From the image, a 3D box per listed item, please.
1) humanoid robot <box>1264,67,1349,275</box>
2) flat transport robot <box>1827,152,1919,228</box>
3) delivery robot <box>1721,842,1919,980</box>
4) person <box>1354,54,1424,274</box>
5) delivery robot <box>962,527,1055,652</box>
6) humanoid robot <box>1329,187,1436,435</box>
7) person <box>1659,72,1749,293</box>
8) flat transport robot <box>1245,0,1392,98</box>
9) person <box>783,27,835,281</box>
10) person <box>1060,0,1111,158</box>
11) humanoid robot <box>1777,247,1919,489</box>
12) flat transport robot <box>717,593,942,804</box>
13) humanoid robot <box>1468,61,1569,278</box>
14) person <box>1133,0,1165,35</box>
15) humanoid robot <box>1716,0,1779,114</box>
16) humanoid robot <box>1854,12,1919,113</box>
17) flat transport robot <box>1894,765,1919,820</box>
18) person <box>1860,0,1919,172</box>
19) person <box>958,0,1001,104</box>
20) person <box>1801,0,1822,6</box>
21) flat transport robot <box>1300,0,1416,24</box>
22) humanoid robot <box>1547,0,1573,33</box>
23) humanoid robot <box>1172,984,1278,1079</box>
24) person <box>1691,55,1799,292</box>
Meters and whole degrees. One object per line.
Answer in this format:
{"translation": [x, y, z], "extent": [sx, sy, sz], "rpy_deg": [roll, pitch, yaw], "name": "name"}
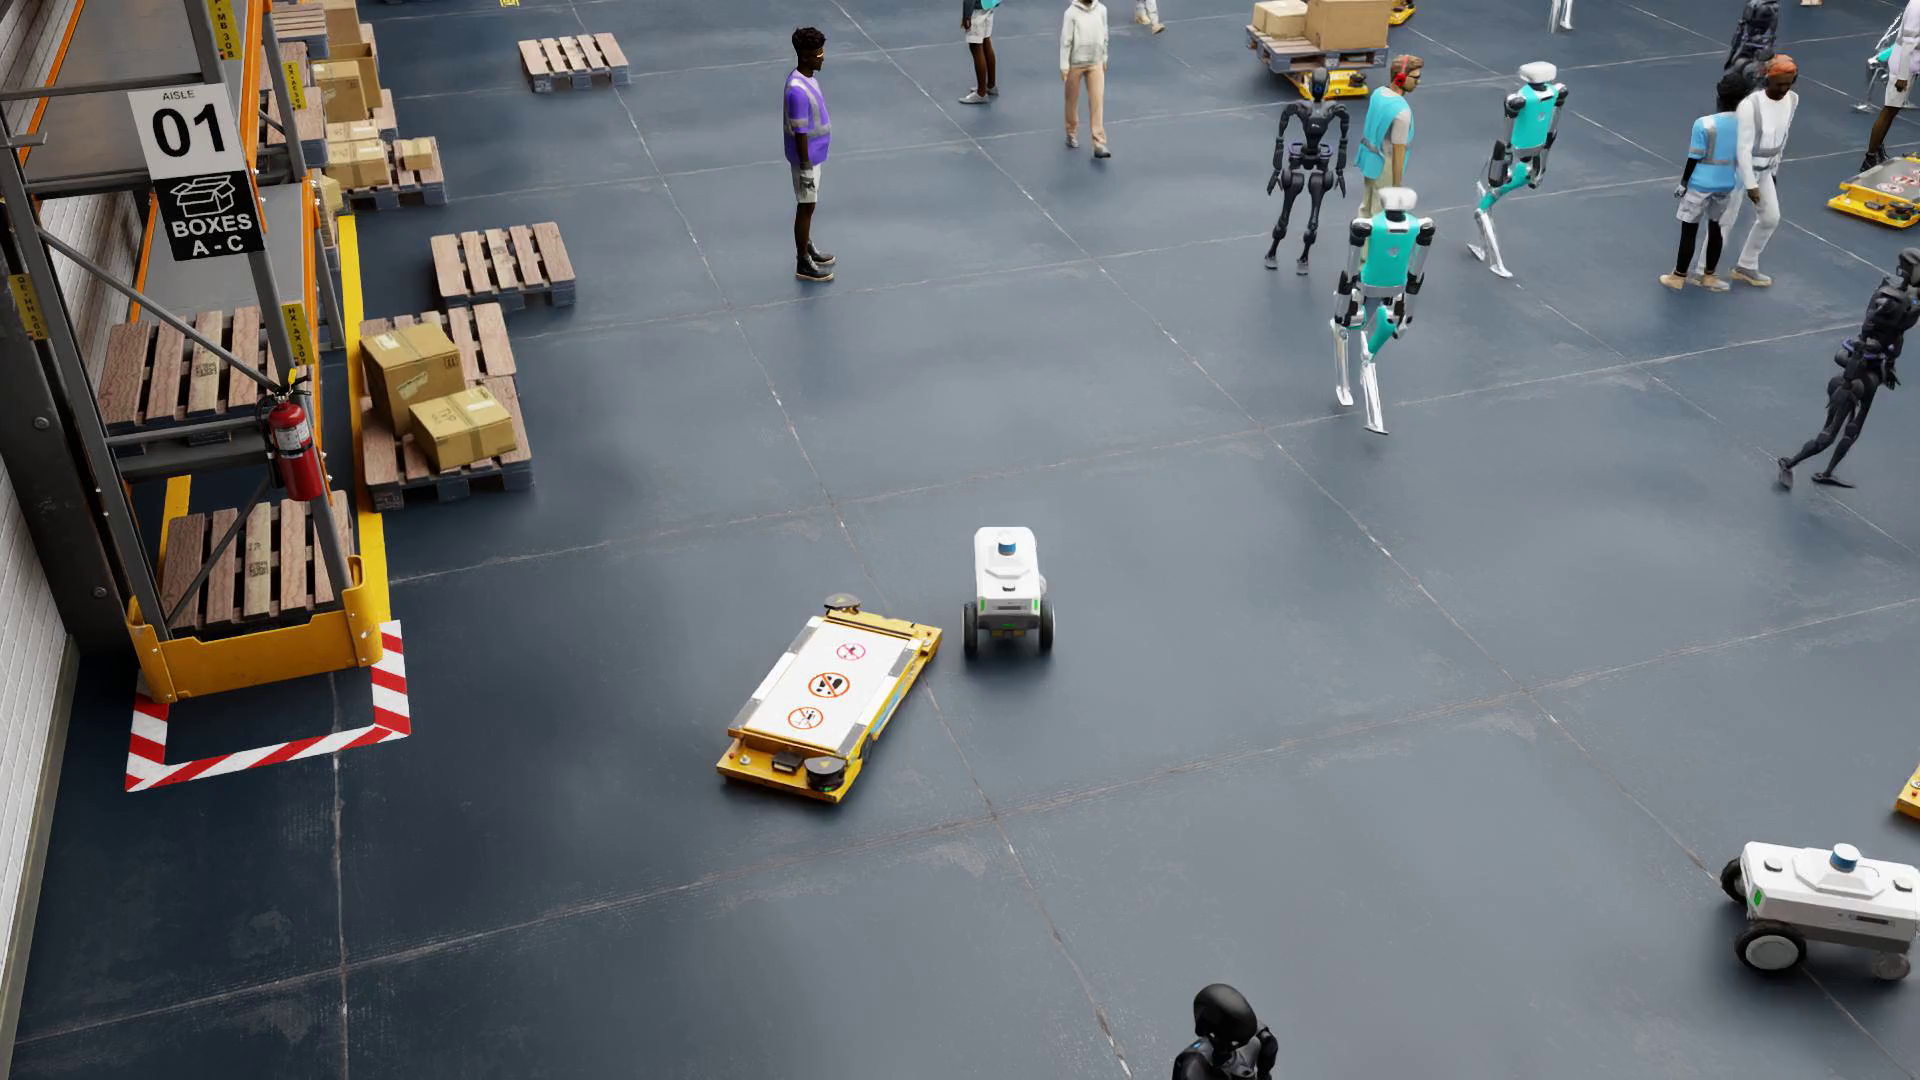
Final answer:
{"translation": [2.727, -2.895, 13.022], "extent": [0.611, 1.641, 0.346], "rpy_deg": [2, 33, 4], "name": "humanoid robot"}
{"translation": [8.278, -3.069, 14.565], "extent": [1.431, 0.231, 0.659], "rpy_deg": [-25, 40, -33], "name": "flat transport robot"}
{"translation": [3.754, 1.561, 7.189], "extent": [0.756, 0.580, 0.499], "rpy_deg": [7, 34, 11], "name": "delivery robot"}
{"translation": [3.217, -2.784, 12.691], "extent": [0.391, 1.837, 0.562], "rpy_deg": [-5, 33, -8], "name": "person"}
{"translation": [0.272, 0.259, 9.198], "extent": [0.529, 0.594, 0.766], "rpy_deg": [-1, 33, -1], "name": "delivery robot"}
{"translation": [2.674, -1.547, 10.882], "extent": [0.539, 1.729, 0.995], "rpy_deg": [-2, 33, -3], "name": "humanoid robot"}
{"translation": [5.737, -2.721, 12.719], "extent": [0.537, 1.698, 0.319], "rpy_deg": [-5, 33, -7], "name": "person"}
{"translation": [3.715, -4.966, 17.475], "extent": [0.659, 0.231, 1.431], "rpy_deg": [-5, 33, -8], "name": "flat transport robot"}
{"translation": [-1.173, -2.997, 12.904], "extent": [0.363, 1.961, 0.612], "rpy_deg": [0, 33, 0], "name": "person"}
{"translation": [1.152, -4.317, 15.220], "extent": [0.504, 1.630, 0.848], "rpy_deg": [-8, 34, -12], "name": "person"}
{"translation": [5.497, -1.046, 10.181], "extent": [0.610, 1.645, 0.469], "rpy_deg": [-22, 39, -30], "name": "humanoid robot"}
{"translation": [-0.649, 0.791, 8.645], "extent": [0.659, 0.231, 1.431], "rpy_deg": [11, 35, 17], "name": "flat transport robot"}
{"translation": [4.241, -2.942, 13.064], "extent": [0.554, 1.794, 0.885], "rpy_deg": [-10, 34, -15], "name": "humanoid robot"}
{"translation": [2.206, -6.593, 18.552], "extent": [0.500, 1.812, 1.011], "rpy_deg": [-11, 35, -17], "name": "person"}
{"translation": [7.311, -4.463, 15.431], "extent": [0.418, 1.667, 0.609], "rpy_deg": [-4, 33, -6], "name": "humanoid robot"}
{"translation": [9.186, -5.031, 16.250], "extent": [0.878, 1.780, 0.552], "rpy_deg": [3, 33, 5], "name": "humanoid robot"}
{"translation": [5.215, 1.059, 8.234], "extent": [0.659, 0.231, 1.431], "rpy_deg": [26, 41, 34], "name": "flat transport robot"}
{"translation": [8.456, -4.213, 14.795], "extent": [0.354, 1.938, 0.541], "rpy_deg": [22, 39, 30], "name": "person"}
{"translation": [0.165, -5.308, 16.490], "extent": [0.467, 1.927, 0.572], "rpy_deg": [10, 35, 16], "name": "person"}
{"translation": [10.264, -7.132, 19.393], "extent": [0.555, 1.801, 0.601], "rpy_deg": [12, 35, 17], "name": "person"}
{"translation": [4.570, -6.307, 19.531], "extent": [1.431, 0.231, 0.659], "rpy_deg": [17, 37, 24], "name": "flat transport robot"}
{"translation": [6.857, -6.459, 18.514], "extent": [0.530, 1.883, 0.753], "rpy_deg": [1, 33, 2], "name": "humanoid robot"}
{"translation": [0.850, 2.093, 5.403], "extent": [0.587, 1.650, 0.732], "rpy_deg": [-25, 41, -33], "name": "humanoid robot"}
{"translation": [6.078, -2.756, 12.629], "extent": [0.644, 1.868, 0.551], "rpy_deg": [-17, 37, -25], "name": "person"}
